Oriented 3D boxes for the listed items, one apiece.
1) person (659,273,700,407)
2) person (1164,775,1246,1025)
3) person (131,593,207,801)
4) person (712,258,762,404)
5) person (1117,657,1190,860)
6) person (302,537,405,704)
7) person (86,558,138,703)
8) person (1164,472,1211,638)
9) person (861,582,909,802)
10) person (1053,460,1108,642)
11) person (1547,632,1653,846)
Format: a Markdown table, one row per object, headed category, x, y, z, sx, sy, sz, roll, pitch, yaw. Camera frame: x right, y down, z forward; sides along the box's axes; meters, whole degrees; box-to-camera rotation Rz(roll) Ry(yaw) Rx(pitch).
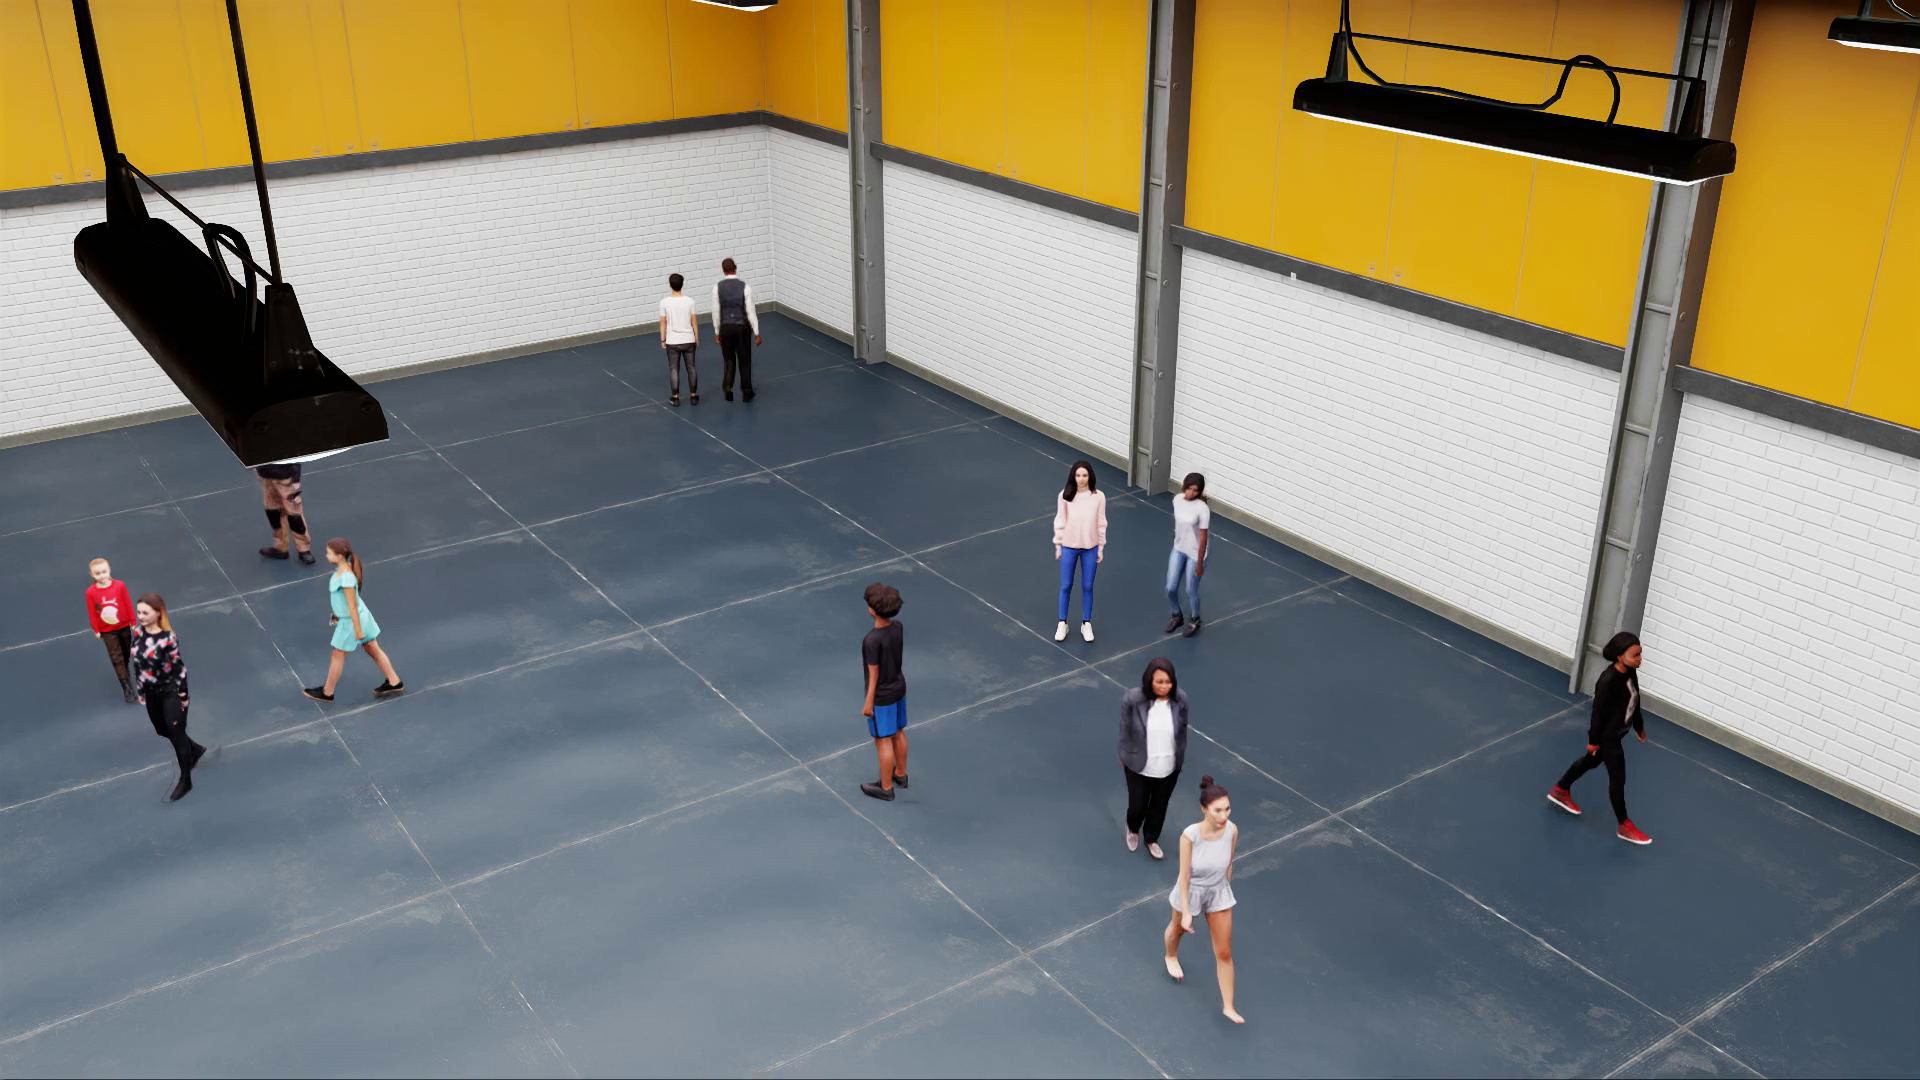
| category | x | y | z | sx | sy | sz | roll | pitch | yaw |
| --- | --- | --- | --- | --- | --- | --- | --- | --- | --- |
| person | -3.626 | -2.599 | 21.536 | 0.706 | 1.713 | 0.678 | -5 | 24 | -12 |
| person | 1.507 | 2.239 | 10.656 | 0.824 | 1.563 | 1.141 | -6 | 24 | -14 |
| person | -6.171 | 1.158 | 12.970 | 0.856 | 1.691 | 0.874 | 9 | 25 | 19 |
| person | -2.925 | -2.664 | 21.450 | 1.015 | 1.902 | 1.076 | 4 | 24 | 8 |
| person | 1.387 | 1.569 | 12.157 | 0.788 | 1.589 | 0.803 | -4 | 24 | -9 |
| person | -5.118 | 0.693 | 14.254 | 0.884 | 1.514 | 1.052 | -5 | 24 | -11 |
| person | -7.355 | 0.740 | 14.457 | 0.533 | 1.265 | 0.878 | -18 | 29 | -35 |
| person | 2.134 | 0.123 | 15.333 | 0.726 | 1.694 | 0.672 | -16 | 28 | -33 |
| person | -0.571 | 1.164 | 12.825 | 0.676 | 1.796 | 0.689 | 14 | 27 | 29 |
| person | 1.101 | 0.085 | 15.327 | 0.725 | 1.769 | 0.762 | 2 | 24 | 5 |
| person | 4.788 | 1.413 | 12.449 | 1.120 | 1.640 | 0.741 | 22 | 32 | 40 |
